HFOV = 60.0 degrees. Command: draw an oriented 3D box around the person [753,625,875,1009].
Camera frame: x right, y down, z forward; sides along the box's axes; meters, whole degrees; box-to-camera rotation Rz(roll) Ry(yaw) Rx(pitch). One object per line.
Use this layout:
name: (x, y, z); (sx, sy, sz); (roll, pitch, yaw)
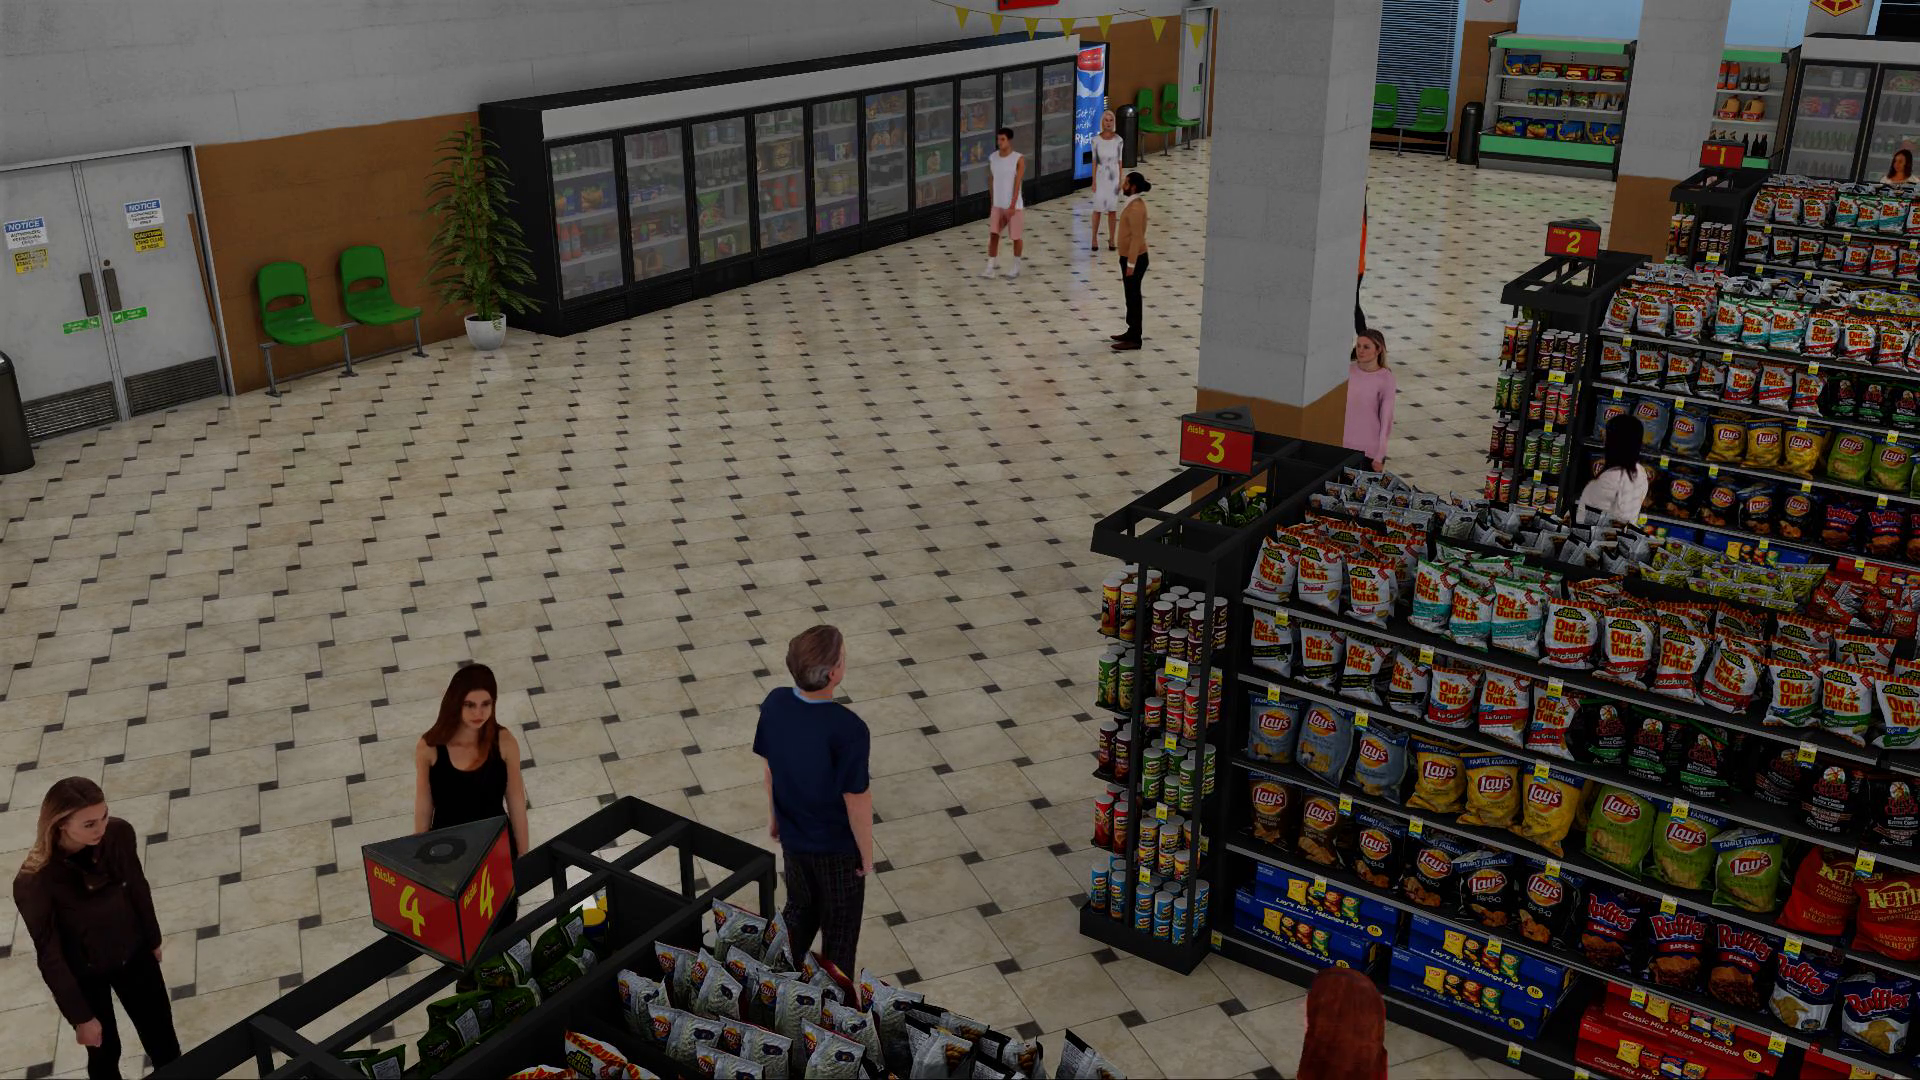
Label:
person: (-0.598, 1.210, 6.517); (0.775, 1.856, 0.747); (13, 25, 29)

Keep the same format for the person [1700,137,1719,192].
person: (8.092, -3.501, 18.279); (0.680, 1.827, 0.549); (-17, 27, -35)

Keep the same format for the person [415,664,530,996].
person: (-1.947, 1.225, 6.683); (0.797, 1.705, 0.868); (-5, 22, -12)

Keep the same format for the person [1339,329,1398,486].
person: (2.706, -0.612, 11.276); (0.511, 1.688, 0.679); (19, 28, 39)

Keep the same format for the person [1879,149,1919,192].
person: (10.366, -3.478, 18.435); (0.791, 1.667, 0.844); (-19, 28, -39)

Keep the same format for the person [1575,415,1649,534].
person: (3.794, 0.090, 9.613); (0.712, 1.626, 0.804); (-19, 29, -39)

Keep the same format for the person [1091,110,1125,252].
person: (1.840, -4.520, 20.924); (0.638, 1.746, 0.699); (-4, 22, -9)

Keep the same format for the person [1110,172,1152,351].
person: (1.732, -2.794, 16.618); (0.763, 1.754, 0.752); (2, 22, 5)

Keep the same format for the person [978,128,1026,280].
person: (0.610, -3.922, 19.425); (0.937, 1.754, 0.740); (12, 25, 26)

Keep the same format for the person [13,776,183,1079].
person: (-3.123, 1.533, 5.967); (0.731, 1.667, 0.644); (12, 25, 28)
